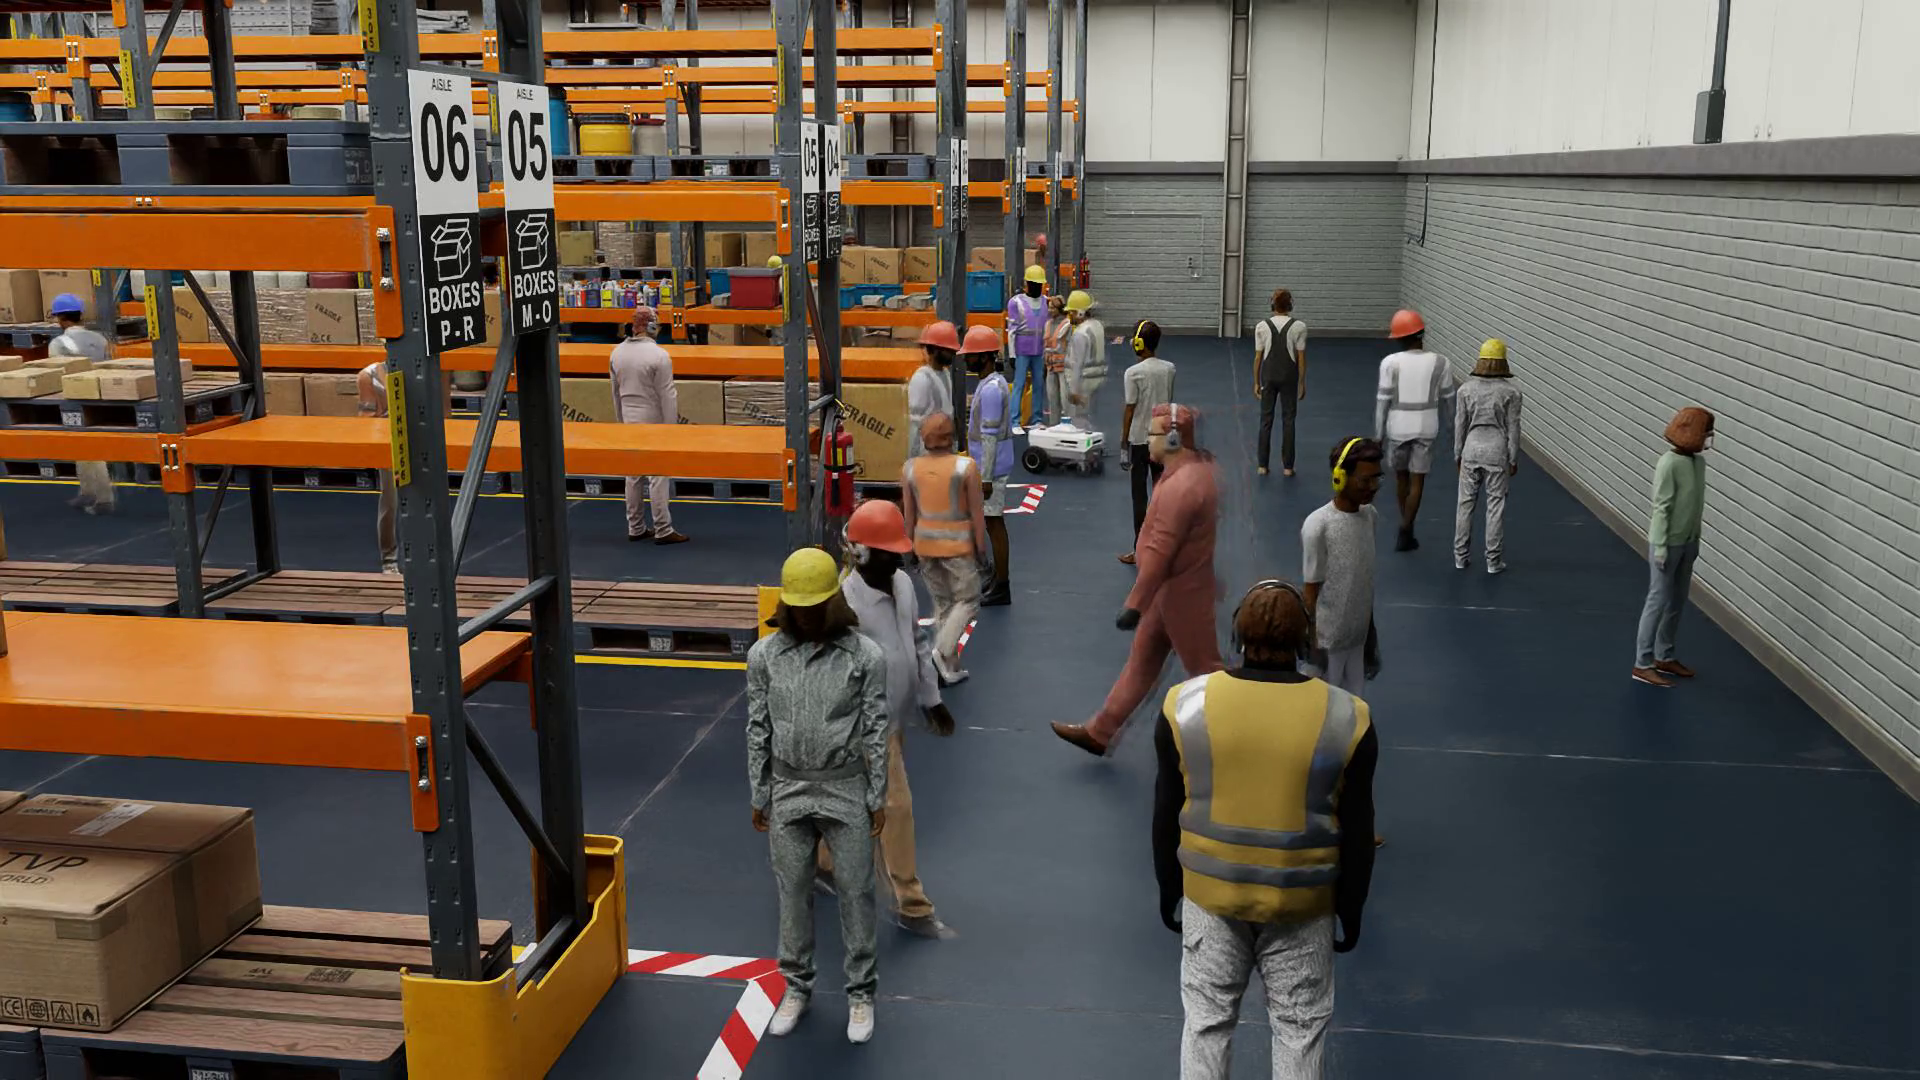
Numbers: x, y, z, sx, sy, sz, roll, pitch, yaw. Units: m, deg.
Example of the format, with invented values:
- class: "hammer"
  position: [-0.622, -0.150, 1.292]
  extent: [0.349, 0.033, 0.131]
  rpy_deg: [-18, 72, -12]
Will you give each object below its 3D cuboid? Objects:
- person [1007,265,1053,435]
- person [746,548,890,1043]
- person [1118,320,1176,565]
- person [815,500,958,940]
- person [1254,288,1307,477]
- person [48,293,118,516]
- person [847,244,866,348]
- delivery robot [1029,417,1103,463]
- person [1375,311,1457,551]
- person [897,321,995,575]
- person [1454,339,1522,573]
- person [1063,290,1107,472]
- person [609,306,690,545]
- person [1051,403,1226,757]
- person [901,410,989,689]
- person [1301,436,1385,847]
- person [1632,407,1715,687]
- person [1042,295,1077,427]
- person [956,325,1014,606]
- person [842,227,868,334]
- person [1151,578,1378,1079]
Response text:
- class: "person"
  position: [0.820, -2.147, 18.853]
  extent: [0.590, 1.918, 0.395]
  rpy_deg: [-6, 14, -26]
- class: "person"
  position: [-0.486, 0.868, 5.659]
  extent: [0.489, 1.732, 0.325]
  rpy_deg: [2, 13, 7]
- class: "person"
  position: [1.416, -0.728, 12.584]
  extent: [0.510, 1.862, 0.323]
  rpy_deg: [-9, 15, -35]
- class: "person"
  position: [-0.344, 0.682, 6.578]
  extent: [0.798, 1.732, 0.555]
  rpy_deg: [6, 14, 25]
- class: "person"
  position: [3.123, -1.534, 16.265]
  extent: [0.504, 1.838, 0.350]
  rpy_deg: [4, 13, 18]
- class: "person"
  position: [-7.664, -1.155, 14.348]
  extent: [0.733, 1.915, 0.629]
  rpy_deg: [2, 13, 8]
- class: "person"
  position: [-1.632, -3.832, 26.675]
  extent: [0.465, 1.823, 0.665]
  rpy_deg: [-8, 15, -31]
- class: "delivery robot"
  position: [1.044, -0.972, 16.430]
  extent: [0.707, 0.478, 0.477]
  rpy_deg: [7, 14, 30]
- class: "person"
  position: [3.621, -0.870, 13.153]
  extent: [0.662, 1.883, 0.644]
  rpy_deg: [3, 13, 15]
- class: "person"
  position: [-0.233, -0.688, 12.348]
  extent: [1.026, 1.886, 0.541]
  rpy_deg: [4, 13, 16]
- class: "person"
  position: [3.928, -0.627, 12.404]
  extent: [0.483, 1.737, 0.321]
  rpy_deg: [8, 15, 33]
- class: "person"
  position: [1.208, -1.552, 16.399]
  extent: [0.423, 1.809, 0.606]
  rpy_deg: [5, 14, 23]
- class: "person"
  position: [-2.478, -0.912, 13.304]
  extent: [0.640, 1.905, 0.410]
  rpy_deg: [9, 15, 34]
- class: "person"
  position: [0.957, 0.261, 8.109]
  extent: [1.017, 1.852, 0.645]
  rpy_deg: [2, 13, 8]
- class: "person"
  position: [-0.113, 0.075, 9.475]
  extent: [0.539, 1.613, 0.503]
  rpy_deg: [7, 14, 27]
- class: "person"
  position: [1.654, 0.468, 7.191]
  extent: [0.516, 1.857, 0.342]
  rpy_deg: [-12, 17, -43]
- class: "person"
  position: [4.165, 0.032, 9.677]
  extent: [0.505, 1.627, 0.285]
  rpy_deg: [-11, 16, -40]
- class: "person"
  position: [1.088, -1.858, 18.199]
  extent: [0.314, 1.631, 0.525]
  rpy_deg: [-9, 15, -36]
- class: "person"
  position: [0.173, -0.510, 11.446]
  extent: [0.400, 1.928, 0.542]
  rpy_deg: [0, 12, 1]
- class: "person"
  position: [-1.862, -4.326, 28.403]
  extent: [0.675, 2.000, 0.537]
  rpy_deg: [-4, 13, -16]
- class: "person"
  position: [0.861, 1.012, 4.786]
  extent: [0.628, 1.837, 0.429]
  rpy_deg: [3, 13, 14]
